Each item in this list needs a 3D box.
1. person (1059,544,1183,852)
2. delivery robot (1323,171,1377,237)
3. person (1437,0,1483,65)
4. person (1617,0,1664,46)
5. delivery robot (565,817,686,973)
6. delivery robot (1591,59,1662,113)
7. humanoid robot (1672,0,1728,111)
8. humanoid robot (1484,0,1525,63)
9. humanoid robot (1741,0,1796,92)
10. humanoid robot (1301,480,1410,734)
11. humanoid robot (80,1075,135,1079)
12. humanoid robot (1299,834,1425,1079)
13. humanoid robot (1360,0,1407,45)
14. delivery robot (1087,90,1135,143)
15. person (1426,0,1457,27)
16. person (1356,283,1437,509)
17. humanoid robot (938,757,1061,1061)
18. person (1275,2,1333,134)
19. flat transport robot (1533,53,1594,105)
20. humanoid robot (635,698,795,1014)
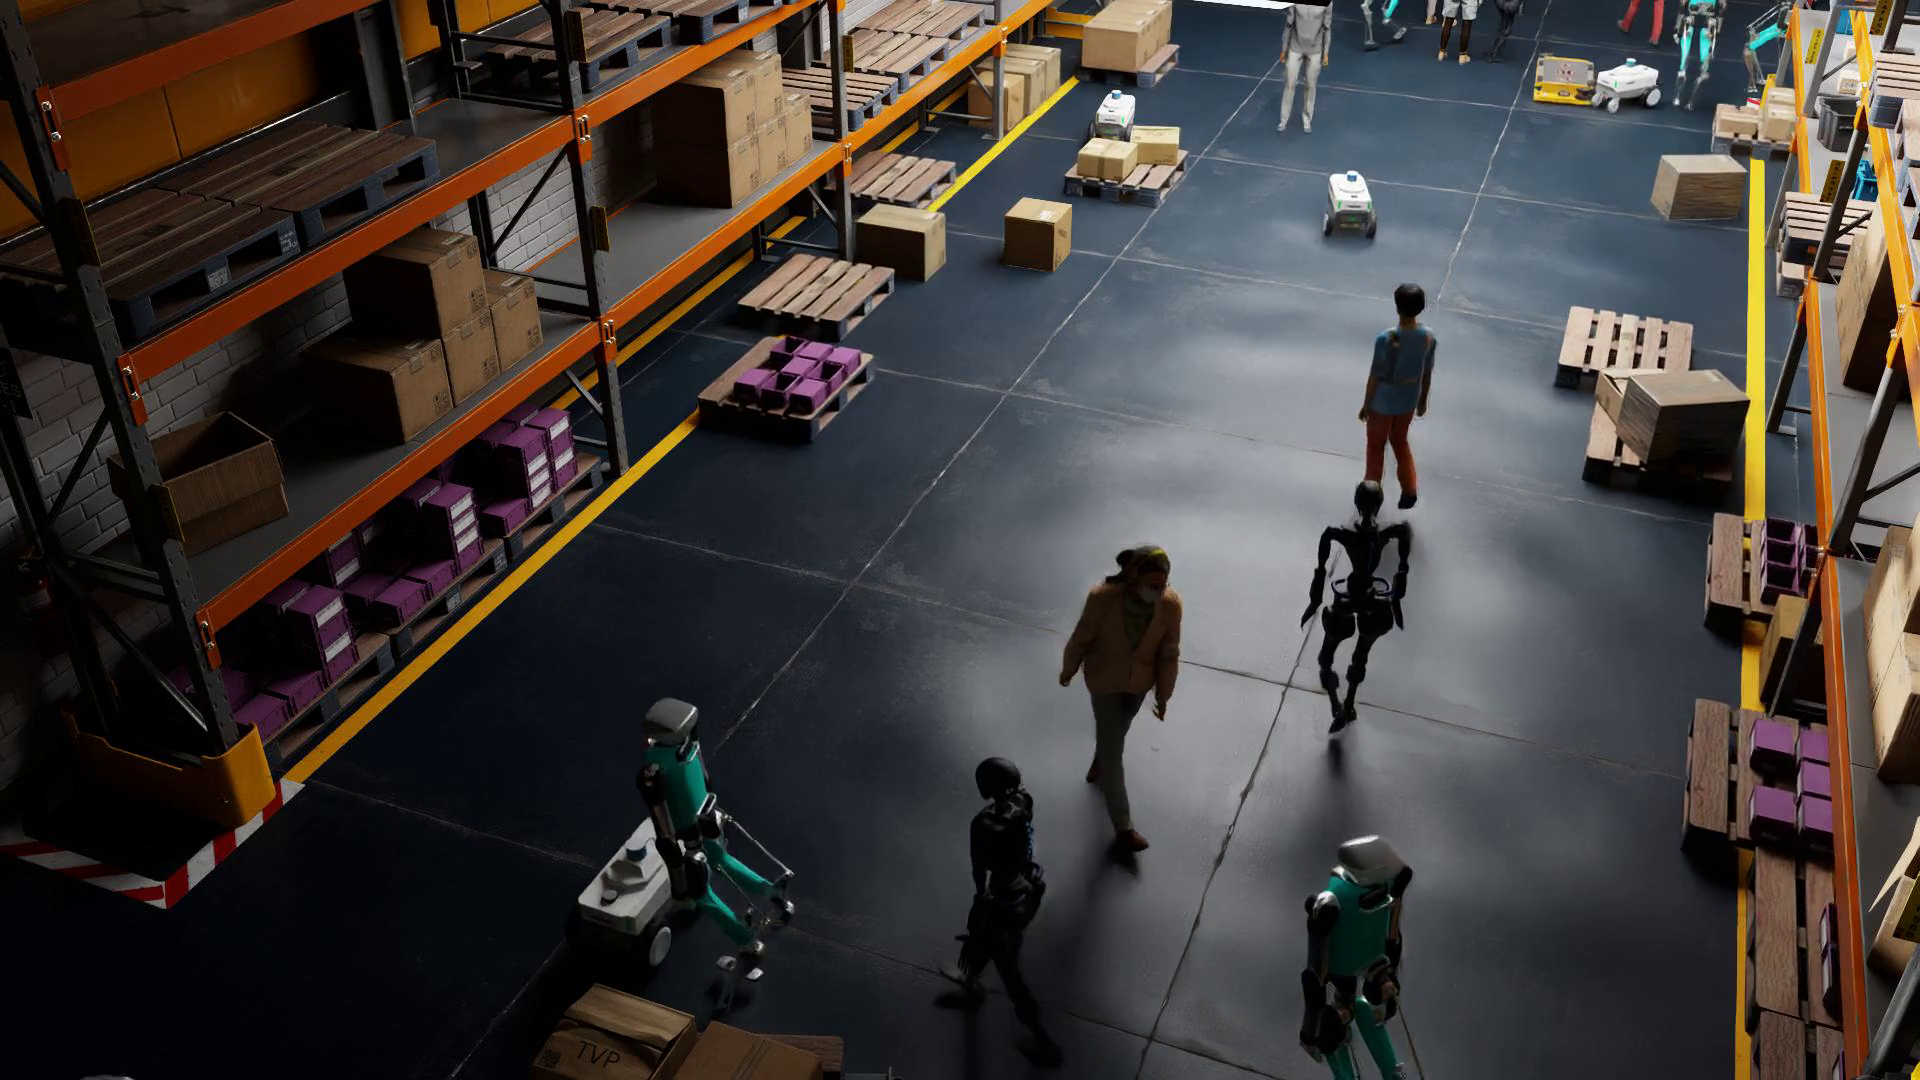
[{"bbox_3d":[0.866,0.764,8.994,0.602,1.810,0.965,-4,33,-6],"label":"person"},{"bbox_3d":[3.867,-3.364,16.527,0.499,0.586,0.782,2,33,3],"label":"delivery robot"},{"bbox_3d":[6.321,-6.842,20.871,0.535,1.691,0.319,20,38,28],"label":"person"},{"bbox_3d":[9.031,-7.378,21.677,0.530,1.706,0.934,-2,33,-4],"label":"person"},{"bbox_3d":[-1.645,1.810,8.541,0.521,0.610,0.781,13,35,19],"label":"delivery robot"},{"bbox_3d":[7.893,-5.385,19.663,0.775,0.596,0.499,-15,36,-22],"label":"delivery robot"},{"bbox_3d":[8.581,-5.857,19.297,0.530,1.769,0.748,7,34,11],"label":"humanoid robot"},{"bbox_3d":[6.895,-6.817,20.848,0.356,1.636,0.591,-7,34,-11],"label":"humanoid robot"},{"bbox_3d":[9.739,-6.262,19.906,0.794,1.728,0.532,15,36,21],"label":"humanoid robot"},{"bbox_3d":[2.323,0.418,9.652,0.597,1.638,0.524,-1,33,-2],"label":"humanoid robot"},{"bbox_3d":[-2.934,2.758,5.995,0.543,1.793,0.867,-4,33,-6],"label":"humanoid robot"},{"bbox_3d":[1.821,2.152,6.940,0.551,1.797,0.935,-20,38,-28],"label":"humanoid robot"},{"bbox_3d":[5.492,-7.143,21.315,1.048,1.712,0.542,-26,41,-34],"label":"humanoid robot"},{"bbox_3d":[1.736,-4.732,18.648,0.499,0.592,0.774,8,34,12],"label":"delivery robot"},{"bbox_3d":[6.546,-7.795,22.263,0.469,1.778,0.312,25,40,33],"label":"person"},{"bbox_3d":[3.082,-0.976,11.739,0.487,1.750,0.525,-8,34,-12],"label":"person"},{"bbox_3d":[0.185,1.694,7.715,0.755,1.626,0.614,16,36,23],"label":"humanoid robot"},{"bbox_3d":[3.864,-5.510,18.620,0.545,1.896,0.378,7,33,10],"label":"person"},{"bbox_3d":[7.367,-5.621,20.291,0.659,0.231,1.431,10,34,15],"label":"flat transport robot"},{"bbox_3d":[-1.075,1.555,7.879,0.750,1.831,0.532,7,33,10],"label":"humanoid robot"}]
